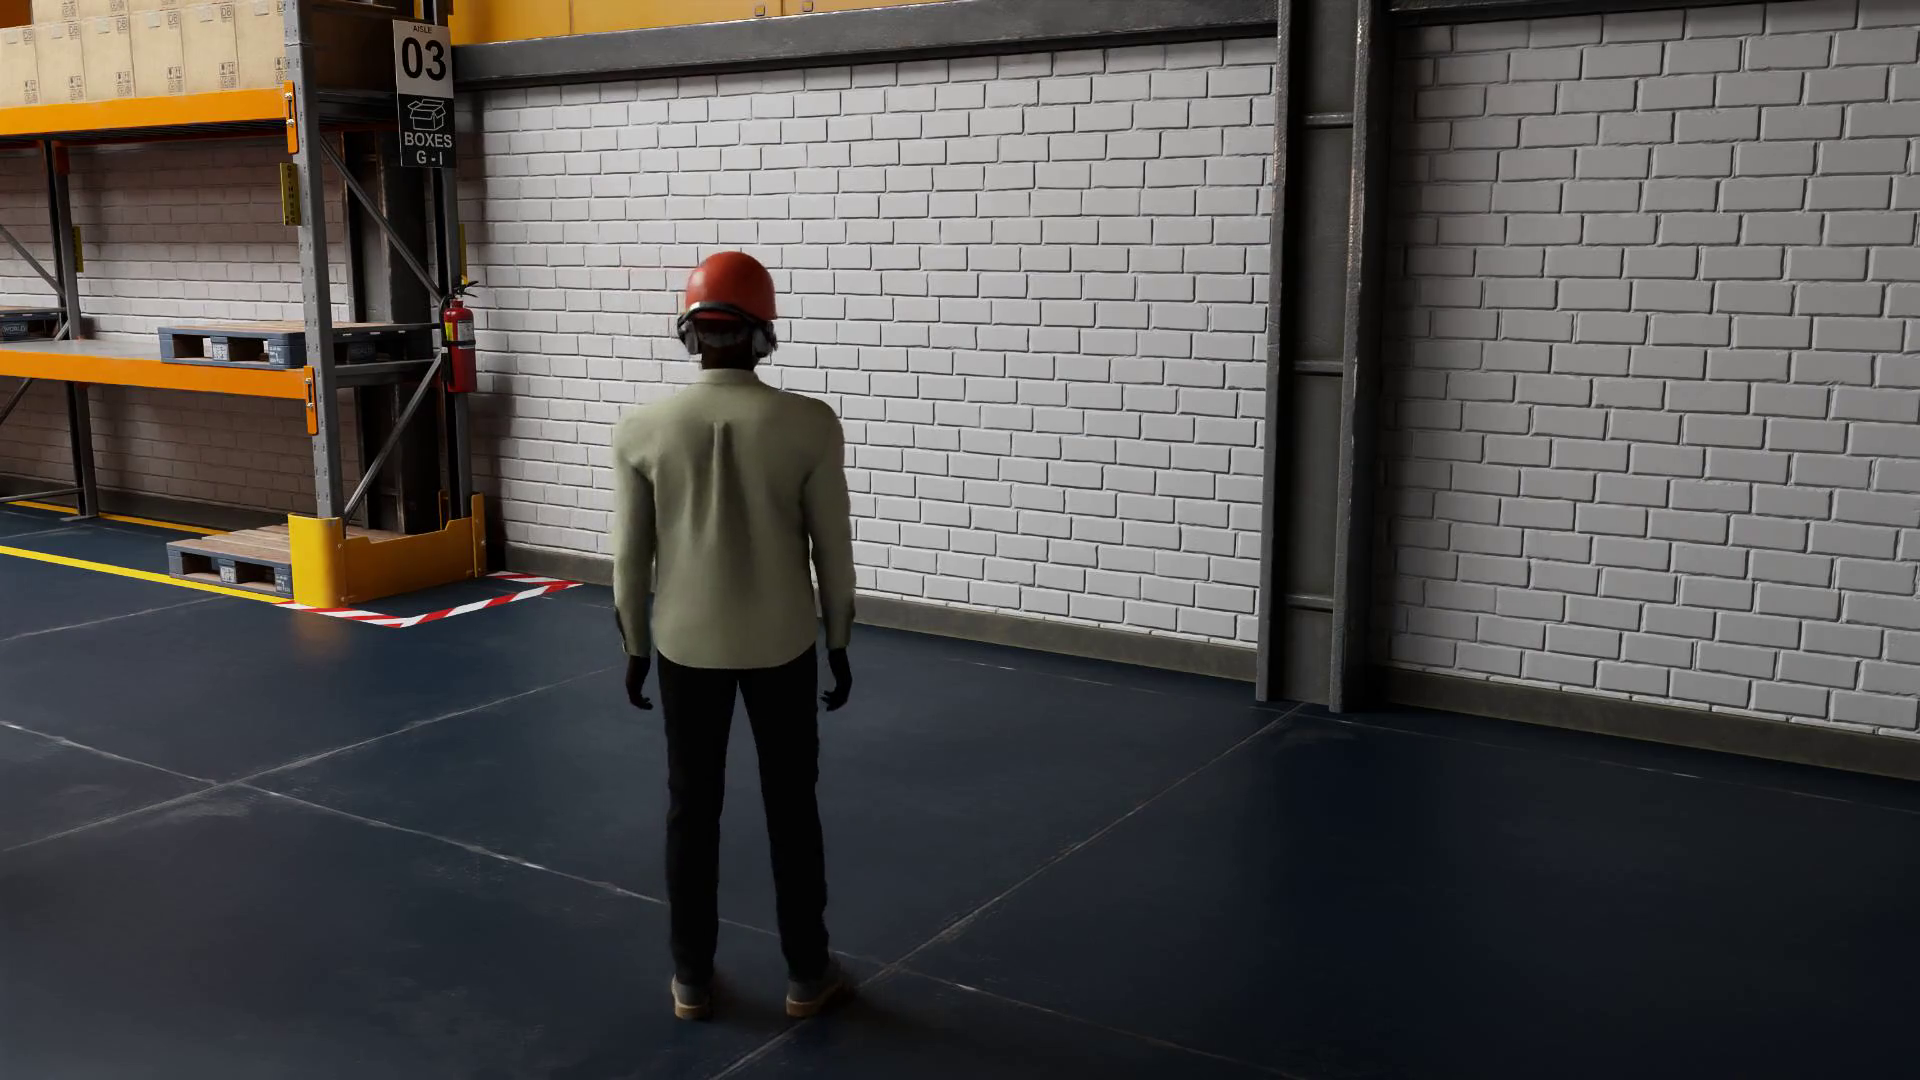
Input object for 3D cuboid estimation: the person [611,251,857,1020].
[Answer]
[{"bbox_3d":[-0.574,0.258,4.330,0.621,1.992,0.397,0,10,0],"label":"person"}]
